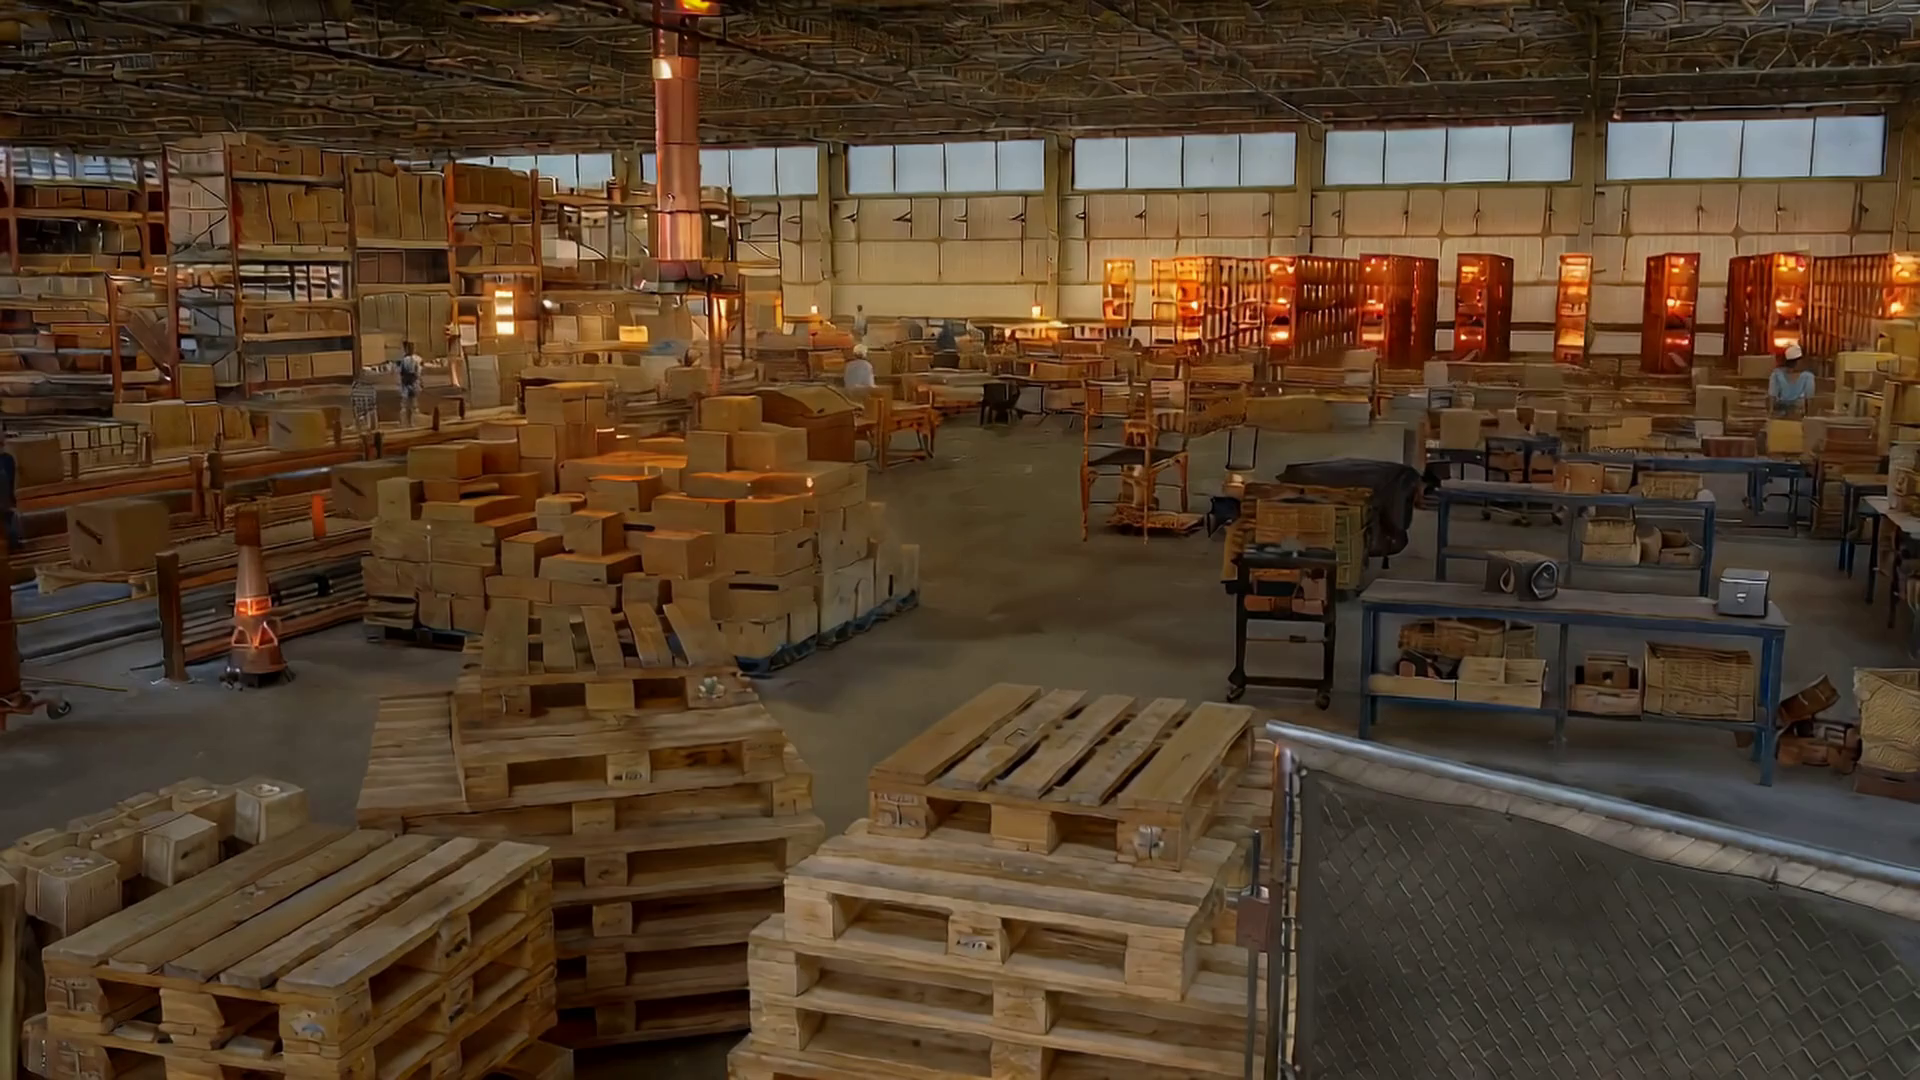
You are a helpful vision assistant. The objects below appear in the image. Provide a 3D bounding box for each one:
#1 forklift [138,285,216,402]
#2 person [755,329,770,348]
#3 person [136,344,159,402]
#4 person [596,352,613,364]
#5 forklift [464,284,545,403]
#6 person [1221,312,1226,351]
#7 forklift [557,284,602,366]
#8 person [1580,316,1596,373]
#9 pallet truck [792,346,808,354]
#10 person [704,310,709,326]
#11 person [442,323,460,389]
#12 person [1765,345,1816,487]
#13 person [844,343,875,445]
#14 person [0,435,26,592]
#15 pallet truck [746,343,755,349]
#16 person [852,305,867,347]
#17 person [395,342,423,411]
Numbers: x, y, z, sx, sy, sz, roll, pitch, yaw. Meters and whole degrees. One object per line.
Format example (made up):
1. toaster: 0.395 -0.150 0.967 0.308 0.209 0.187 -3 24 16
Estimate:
1. forklift: -17.480 -4.200 36.461 1.873 2.768 1.129 3 10 19
2. person: -4.815 -4.226 40.227 0.854 1.732 0.538 6 11 34
3. person: -16.659 -3.196 34.061 0.279 1.633 0.497 4 10 25
4. person: -7.987 -3.906 37.568 0.356 1.937 0.552 3 9 17
5. forklift: -10.832 -4.702 39.610 1.129 2.768 1.873 3 10 20
6. person: 9.294 -7.195 58.533 0.404 1.837 0.594 -5 10 -30
7. forklift: -10.735 -6.037 47.998 1.129 2.768 1.873 3 10 20
8. person: 18.930 -5.873 50.233 0.436 1.832 0.598 3 10 20
9. pallet truck: -3.705 -4.298 42.022 0.653 1.274 1.630 3 10 20
10. person: -7.764 -6.118 51.326 0.439 1.974 0.640 -2 9 -13
11. person: -13.568 -4.882 44.262 0.339 1.757 0.518 6 11 35
12. person: 11.914 -1.782 23.898 0.615 2.043 0.373 4 10 25
13. person: -1.770 -2.589 29.660 0.623 1.817 0.434 5 10 28
14. person: -9.173 -0.273 15.771 0.503 1.613 0.577 3 9 17
15. pallet truck: -6.183 -4.618 44.264 1.601 1.201 0.680 -9 12 -43
16. person: -3.829 -7.922 62.800 0.648 1.919 0.729 -5 11 -30
17. person: -11.159 -3.173 33.715 0.540 1.695 0.317 -5 10 -30
